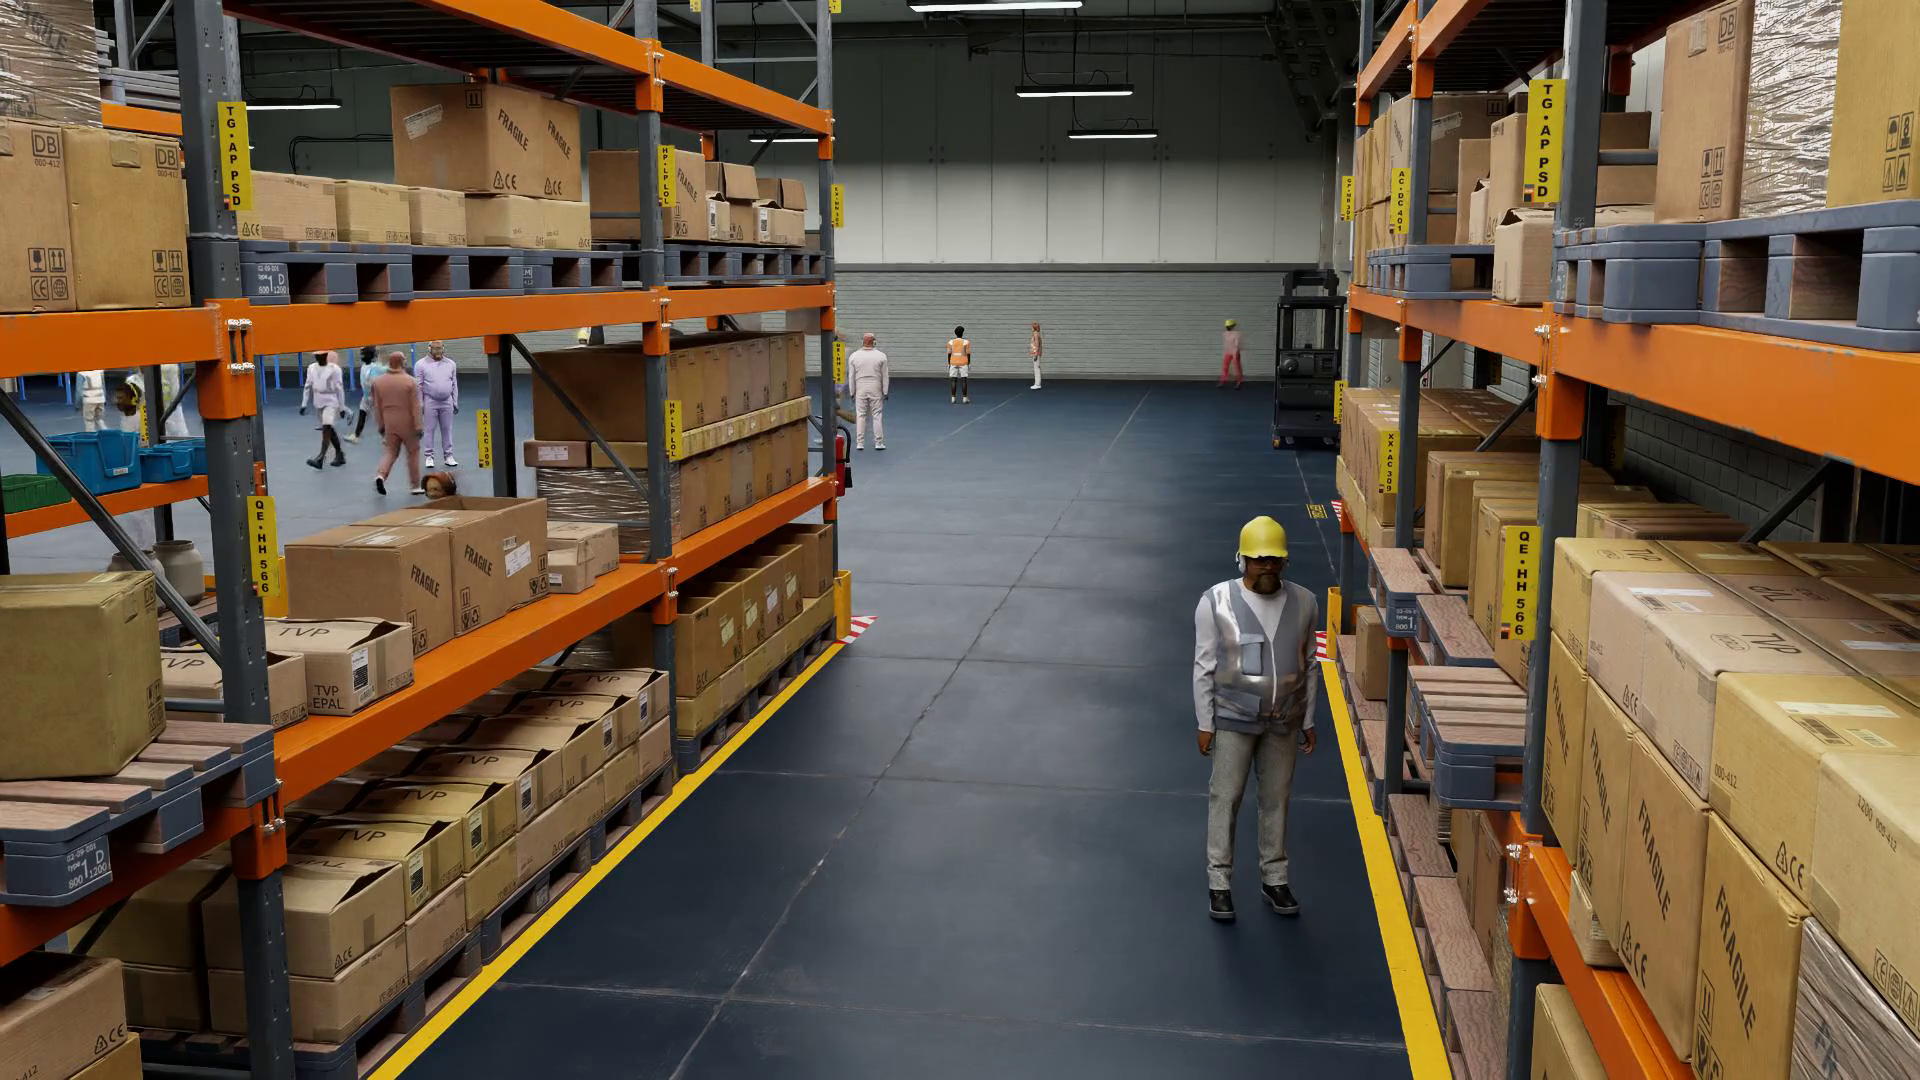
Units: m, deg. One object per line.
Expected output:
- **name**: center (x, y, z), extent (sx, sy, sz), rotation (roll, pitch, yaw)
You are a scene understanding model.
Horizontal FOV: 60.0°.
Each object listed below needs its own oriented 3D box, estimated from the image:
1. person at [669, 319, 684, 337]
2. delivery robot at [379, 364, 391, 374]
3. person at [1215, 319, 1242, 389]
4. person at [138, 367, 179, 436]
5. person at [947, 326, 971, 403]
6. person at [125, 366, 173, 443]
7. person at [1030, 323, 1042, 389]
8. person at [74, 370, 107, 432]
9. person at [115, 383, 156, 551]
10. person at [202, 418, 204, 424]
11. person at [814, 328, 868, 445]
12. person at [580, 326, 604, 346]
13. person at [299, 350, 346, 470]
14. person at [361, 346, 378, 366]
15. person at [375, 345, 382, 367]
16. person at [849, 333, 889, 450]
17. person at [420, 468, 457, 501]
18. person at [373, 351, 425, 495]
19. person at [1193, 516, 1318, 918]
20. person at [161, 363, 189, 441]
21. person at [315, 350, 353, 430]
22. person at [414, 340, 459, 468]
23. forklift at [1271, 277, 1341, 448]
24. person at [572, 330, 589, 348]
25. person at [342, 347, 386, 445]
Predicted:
- **person**: center (-6.435, -4.041, 37.041), extent (0.632, 1.957, 0.987), rotation (0, 9, -3)
- **delivery robot**: center (-15.027, -4.490, 43.919), extent (0.707, 0.478, 0.477), rotation (7, 11, 35)
- **person**: center (6.659, -4.568, 40.936), extent (0.821, 1.714, 0.550), rotation (-8, 12, -40)
- **person**: center (-13.981, -2.639, 28.903), extent (0.638, 1.784, 0.993), rotation (3, 10, 19)
- **person**: center (-0.017, -3.886, 36.844), extent (0.540, 1.695, 0.317), rotation (2, 9, 10)
- **person**: center (-10.399, -1.490, 21.437), extent (0.823, 1.899, 0.624), rotation (3, 10, 20)
- **person**: center (1.879, -4.557, 41.154), extent (0.311, 1.639, 0.521), rotation (0, 9, 1)
- **person**: center (-13.909, -2.198, 26.625), extent (0.375, 1.629, 0.559), rotation (3, 10, 18)
- **person**: center (-7.957, -0.590, 16.051), extent (0.602, 1.851, 0.322), rotation (8, 12, 39)
- **person**: center (-10.266, -1.779, 23.022), extent (0.613, 1.962, 0.367), rotation (4, 10, 22)
- **person**: center (-2.014, -2.602, 27.986), extent (0.843, 2.012, 0.605), rotation (0, 9, -2)
- **person**: center (-9.444, -5.036, 43.009), extent (0.536, 2.000, 0.681), rotation (6, 11, 32)
- **person**: center (-9.430, -1.996, 24.623), extent (0.565, 1.880, 1.010), rotation (3, 10, 19)
- **person**: center (-15.218, -4.969, 42.781), extent (0.353, 1.936, 0.635), rotation (2, 9, 10)
- **person**: center (-15.497, -5.013, 43.990), extent (0.284, 1.633, 0.498), rotation (4, 10, 22)
- **person**: center (-1.483, -2.420, 27.155), extent (0.653, 1.906, 0.408), rotation (0, 9, 2)
- **person**: center (-3.401, 0.317, 11.118), extent (0.529, 1.623, 0.551), rotation (2, 9, 10)
- **person**: center (-7.275, -1.512, 21.614), extent (0.664, 1.888, 0.754), rotation (2, 10, 14)
- **person**: center (1.348, 0.798, 7.536), extent (0.590, 1.833, 0.404), rotation (-2, 9, -11)
- **person**: center (-12.526, -2.234, 26.350), extent (0.654, 1.785, 0.935), rotation (3, 10, 20)
- **person**: center (-11.629, -2.924, 30.748), extent (0.546, 1.758, 0.576), rotation (7, 12, 38)
- **person**: center (-7.806, -2.052, 24.874), extent (0.643, 1.912, 0.410), rotation (-7, 11, -36)
- **forklift**: center (5.847, -3.016, 27.970), extent (1.129, 2.768, 1.873), rotation (1, 9, 9)
- **person**: center (-7.158, -3.089, 31.612), extent (0.599, 1.806, 0.842), rotation (-1, 9, -5)
- **person**: center (-9.912, -2.417, 27.894), extent (0.540, 1.645, 0.894), rotation (9, 13, 43)
